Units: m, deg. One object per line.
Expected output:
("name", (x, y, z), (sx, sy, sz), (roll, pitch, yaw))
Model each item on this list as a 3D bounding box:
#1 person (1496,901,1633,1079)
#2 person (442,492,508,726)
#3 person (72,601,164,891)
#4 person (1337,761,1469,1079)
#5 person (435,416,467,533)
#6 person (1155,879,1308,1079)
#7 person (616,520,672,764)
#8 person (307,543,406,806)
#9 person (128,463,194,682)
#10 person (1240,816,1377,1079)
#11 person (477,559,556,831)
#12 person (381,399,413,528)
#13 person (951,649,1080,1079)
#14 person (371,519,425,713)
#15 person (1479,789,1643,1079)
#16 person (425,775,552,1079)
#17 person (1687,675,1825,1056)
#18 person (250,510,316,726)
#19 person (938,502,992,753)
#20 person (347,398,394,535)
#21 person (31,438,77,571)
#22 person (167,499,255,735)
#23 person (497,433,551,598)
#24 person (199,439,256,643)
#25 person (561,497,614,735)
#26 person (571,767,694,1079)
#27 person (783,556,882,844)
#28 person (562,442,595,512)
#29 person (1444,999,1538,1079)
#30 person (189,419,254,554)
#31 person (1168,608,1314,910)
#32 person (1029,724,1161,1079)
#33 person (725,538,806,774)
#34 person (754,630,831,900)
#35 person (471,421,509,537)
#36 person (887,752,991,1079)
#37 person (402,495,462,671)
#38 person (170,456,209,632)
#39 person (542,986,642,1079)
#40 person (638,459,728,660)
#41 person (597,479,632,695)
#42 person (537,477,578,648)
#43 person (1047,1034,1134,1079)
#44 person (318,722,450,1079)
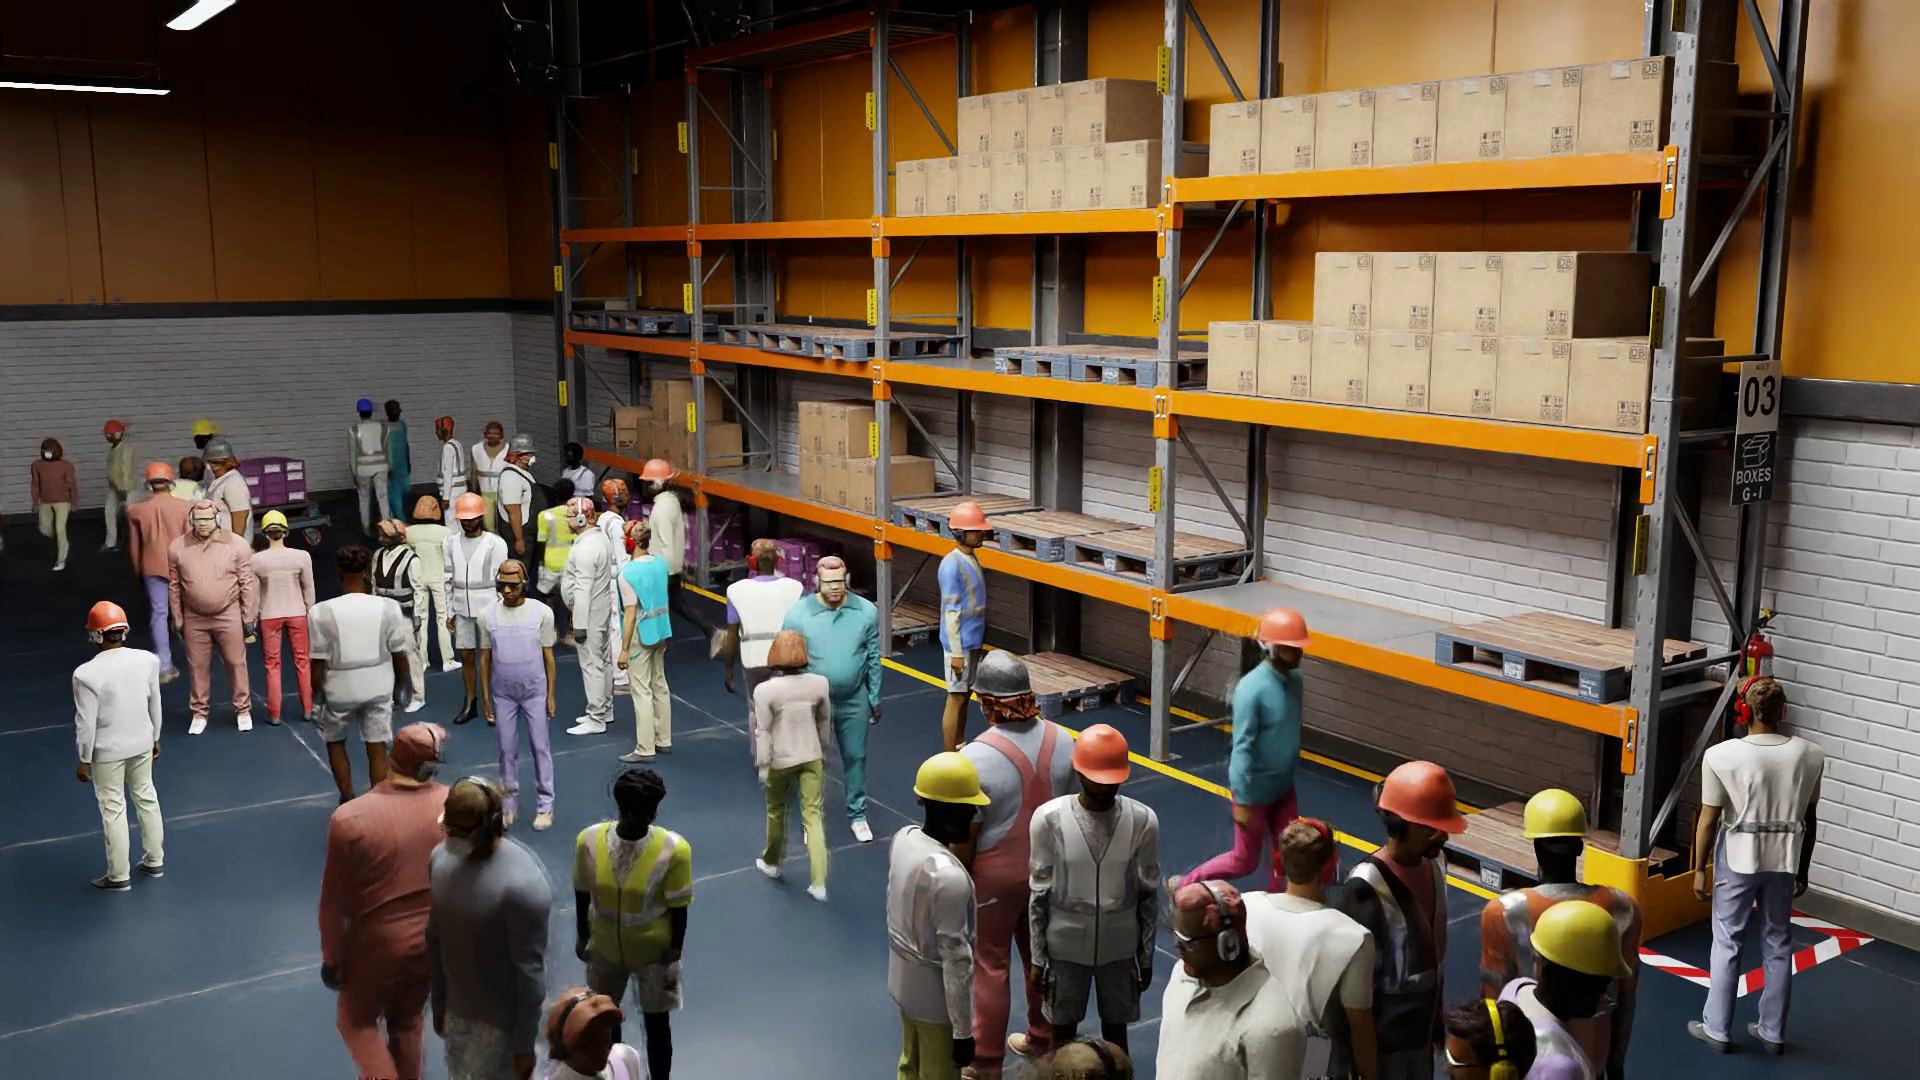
("person", (1.777, 2.001, 5.057), (0.397, 1.913, 0.588), (1, 10, 6))
("person", (-3.915, 0.567, 13.449), (0.542, 1.929, 0.396), (2, 10, 10))
("person", (-5.080, 1.231, 10.032), (0.330, 1.750, 0.573), (5, 11, 25))
("person", (1.602, 1.777, 6.030), (0.411, 2.032, 0.611), (9, 13, 43))
("person", (-6.187, -0.567, 20.232), (0.363, 1.877, 0.584), (-1, 10, -7))
("person", (0.796, 1.981, 5.231), (0.401, 1.895, 0.653), (-4, 10, -22))
("person", (-2.363, 0.765, 12.500), (0.372, 1.843, 0.570), (4, 10, 22))
("person", (-3.958, 0.988, 10.918), (0.635, 1.933, 0.596), (-6, 11, -32))
("person", (-7.217, 0.262, 15.188), (0.631, 1.926, 1.057), (-2, 10, -14))
("person", (1.210, 1.904, 5.894), (0.648, 1.836, 0.386), (8, 12, 38))
("person", (-2.923, 1.024, 11.022), (0.501, 1.839, 0.341), (-1, 10, -4))
("person", (-7.961, -1.070, 23.333), (0.628, 1.832, 0.525), (6, 11, 31))
("person", (0.200, 1.487, 7.688), (0.682, 2.000, 0.535), (-6, 12, -34))
("person", (-4.693, 0.631, 13.899), (0.520, 1.636, 0.312), (5, 11, 25))
("person", (2.120, 1.840, 5.985), (0.585, 1.916, 0.387), (-1, 10, -5))
("person", (-1.749, 1.785, 6.345), (0.647, 1.912, 0.833), (8, 13, 39))
("person", (3.771, 1.556, 7.893), (0.560, 1.836, 0.393), (0, 10, 0))
("person", (-5.510, 0.634, 13.525), (0.522, 1.763, 0.320), (-5, 11, -26))
("person", (0.049, 0.736, 12.091), (0.377, 2.045, 0.605), (2, 10, 14))
("person", (-7.932, -0.958, 22.464), (0.602, 1.909, 0.950), (-5, 11, -29))
("person", (-11.022, -0.452, 20.284), (0.525, 1.617, 0.491), (-1, 10, -4))
("person", (-5.955, 0.614, 13.253), (0.642, 1.898, 0.395), (-2, 10, -13))
("person", (-4.414, -0.084, 16.911), (0.535, 2.000, 0.681), (-1, 10, -7))
("person", (-7.230, 0.012, 16.347), (0.535, 2.000, 0.686), (-6, 11, -31))
("person", (-2.987, 0.600, 13.318), (0.399, 1.900, 0.644), (0, 10, 0))
("person", (-1.472, 1.757, 7.210), (0.696, 1.666, 0.379), (2, 10, 13))
("person", (-0.810, 1.037, 10.757), (0.647, 1.899, 0.399), (-3, 10, -16))
("person", (-4.396, -0.290, 19.151), (0.529, 1.689, 0.318), (8, 12, 38))
("person", (1.455, 2.133, 4.468), (0.357, 1.854, 0.593), (1, 10, 6))
("person", (-8.758, -0.477, 19.588), (0.623, 1.914, 0.599), (-5, 11, -25))
("person", (1.563, 1.300, 9.008), (0.827, 1.967, 0.631), (9, 13, 41))
("person", (0.556, 1.686, 6.860), (0.544, 1.929, 0.387), (0, 10, -3))
("person", (-1.383, 0.894, 11.892), (0.611, 1.806, 0.903), (-1, 10, -9))
("person", (-0.999, 1.329, 9.977), (0.506, 1.599, 0.794), (-5, 11, -26))
("person", (-5.714, -0.586, 20.556), (0.593, 1.813, 0.649), (0, 10, -2))
("person", (-0.082, 1.756, 6.453), (0.379, 1.922, 0.592), (-4, 11, -23))
("person", (-4.850, 0.400, 15.262), (0.499, 1.634, 0.279), (1, 10, 5))
("person", (-7.753, 0.068, 16.667), (0.658, 1.821, 0.631), (2, 10, 12))
("person", (-1.059, 2.146, 5.047), (0.494, 1.621, 0.544), (6, 11, 32))
("person", (-2.637, 0.214, 15.397), (0.858, 1.965, 0.623), (0, 10, 3))
("person", (-2.973, 0.405, 14.503), (0.356, 1.884, 0.574), (-5, 11, -27))
("person", (-3.828, 0.232, 16.099), (0.551, 1.678, 0.350), (-6, 11, -32))
("person", (0.205, 2.164, 4.199), (1.005, 1.881, 0.649), (-8, 12, -38))
("person", (-2.395, 1.682, 7.058), (0.670, 1.861, 0.490), (-9, 13, -44))
